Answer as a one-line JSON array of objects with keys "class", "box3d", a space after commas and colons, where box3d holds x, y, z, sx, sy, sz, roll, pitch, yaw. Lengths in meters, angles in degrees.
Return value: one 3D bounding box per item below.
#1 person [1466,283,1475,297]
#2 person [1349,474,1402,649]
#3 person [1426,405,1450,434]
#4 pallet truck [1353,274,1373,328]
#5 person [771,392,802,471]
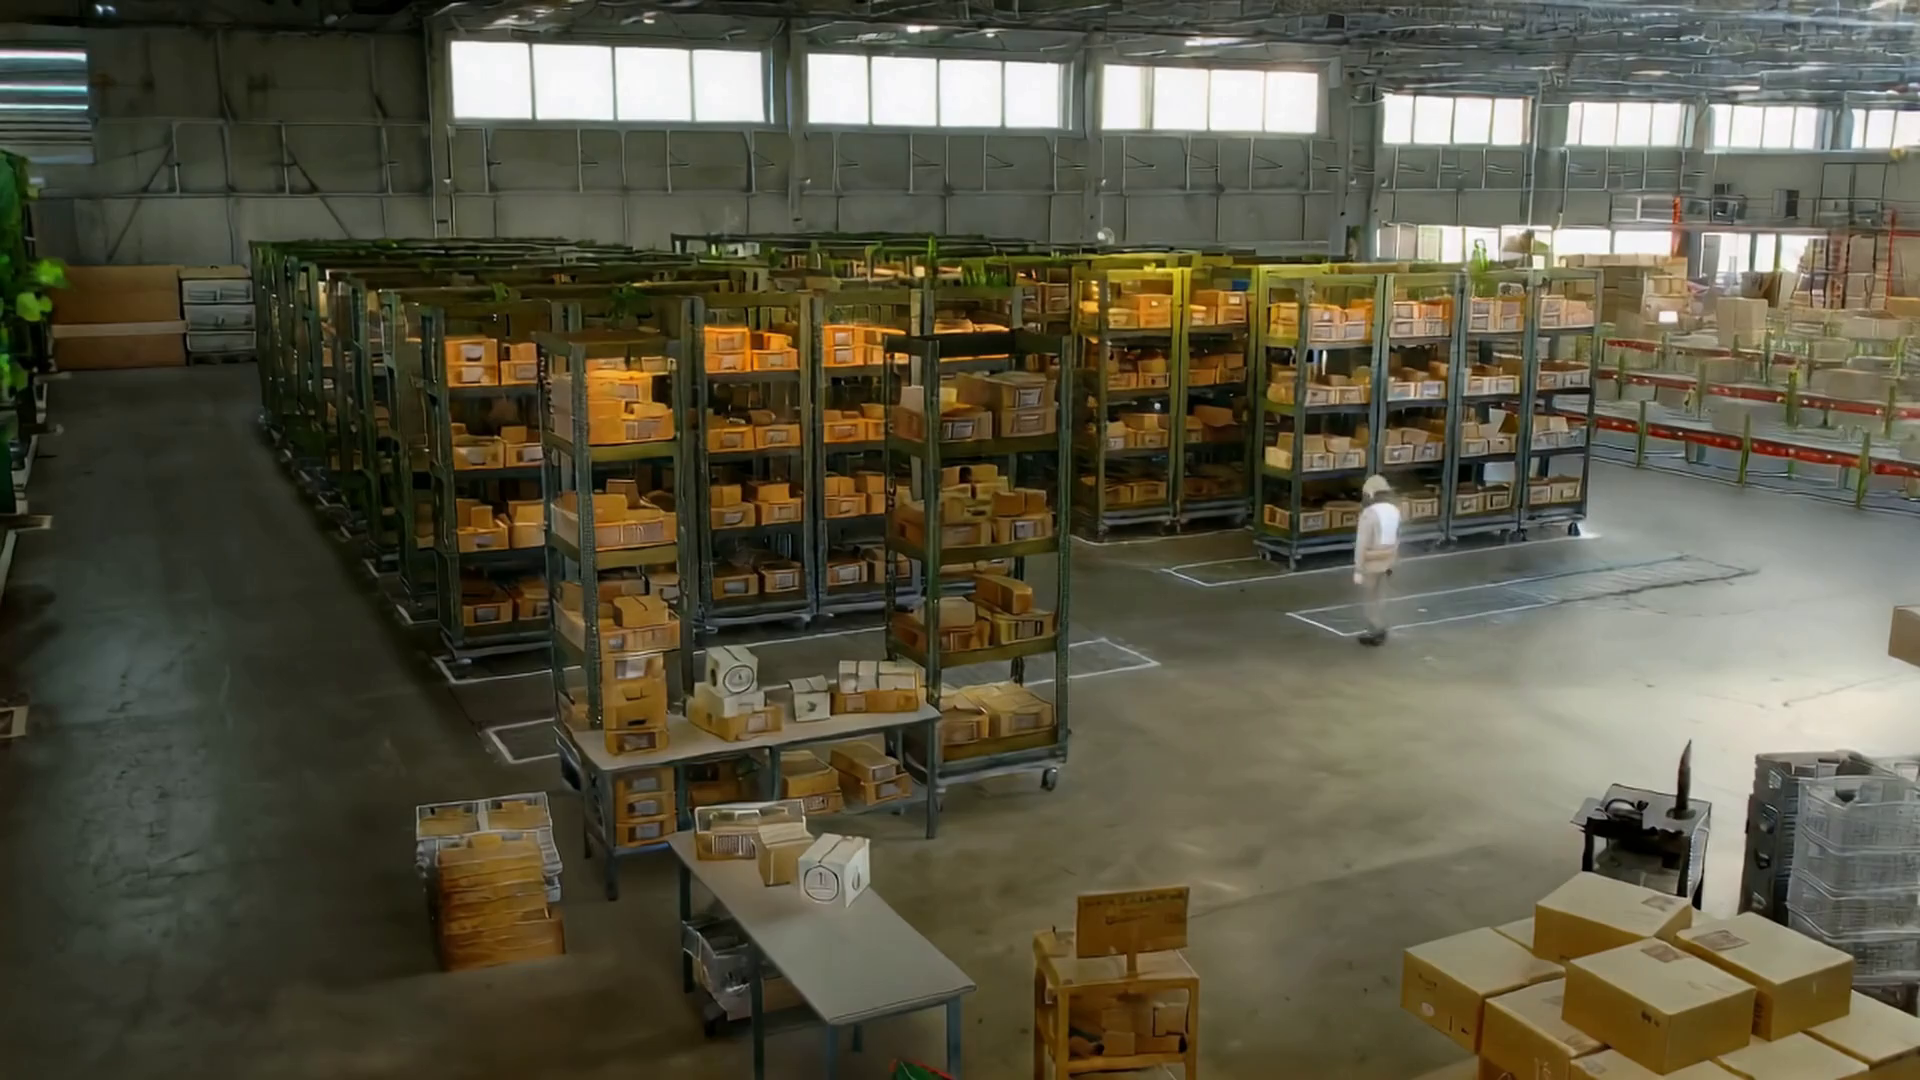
[{"class": "person", "box3d": [15.689, -7.106, 50.828, 0.604, 1.999, 1.012, 5, 13, 21]}, {"class": "person", "box3d": [4.229, 0.241, 16.886, 0.604, 1.814, 0.462, -9, 15, -37]}, {"class": "person", "box3d": [7.769, -2.022, 27.242, 0.766, 1.908, 0.643, -10, 15, -38]}, {"class": "pallet truck", "box3d": [13.011, -8.050, 55.243, 0.823, 1.965, 1.885, -7, 14, -28]}, {"class": "person", "box3d": [-2.863, -2.057, 27.672, 0.587, 1.802, 0.960, -4, 13, -20]}]
